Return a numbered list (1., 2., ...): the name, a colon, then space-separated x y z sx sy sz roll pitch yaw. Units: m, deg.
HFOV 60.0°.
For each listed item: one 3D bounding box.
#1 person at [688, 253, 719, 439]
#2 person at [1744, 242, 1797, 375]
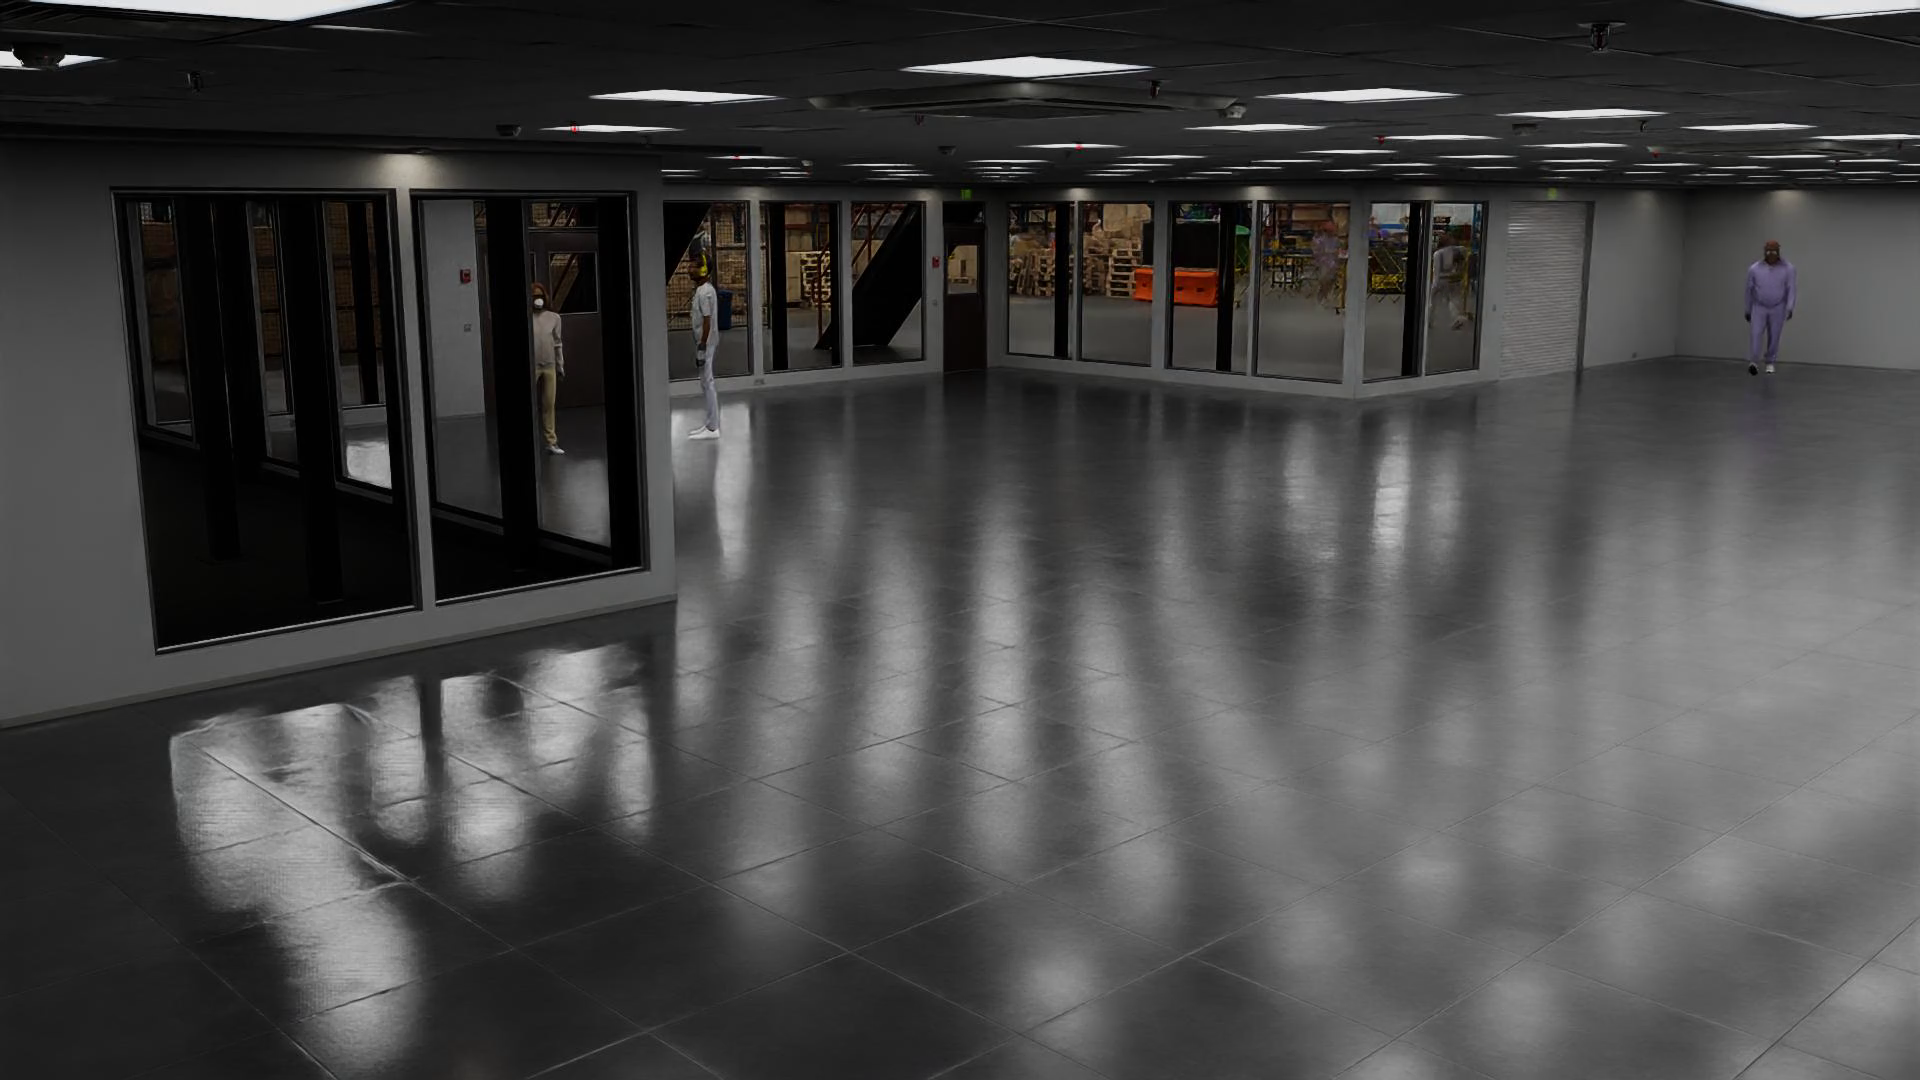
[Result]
1. person: -2.610 -1.959 16.864 0.326 1.877 0.520 -1 11 -5
2. person: 11.344 -3.239 23.327 0.648 1.848 1.036 6 13 26
